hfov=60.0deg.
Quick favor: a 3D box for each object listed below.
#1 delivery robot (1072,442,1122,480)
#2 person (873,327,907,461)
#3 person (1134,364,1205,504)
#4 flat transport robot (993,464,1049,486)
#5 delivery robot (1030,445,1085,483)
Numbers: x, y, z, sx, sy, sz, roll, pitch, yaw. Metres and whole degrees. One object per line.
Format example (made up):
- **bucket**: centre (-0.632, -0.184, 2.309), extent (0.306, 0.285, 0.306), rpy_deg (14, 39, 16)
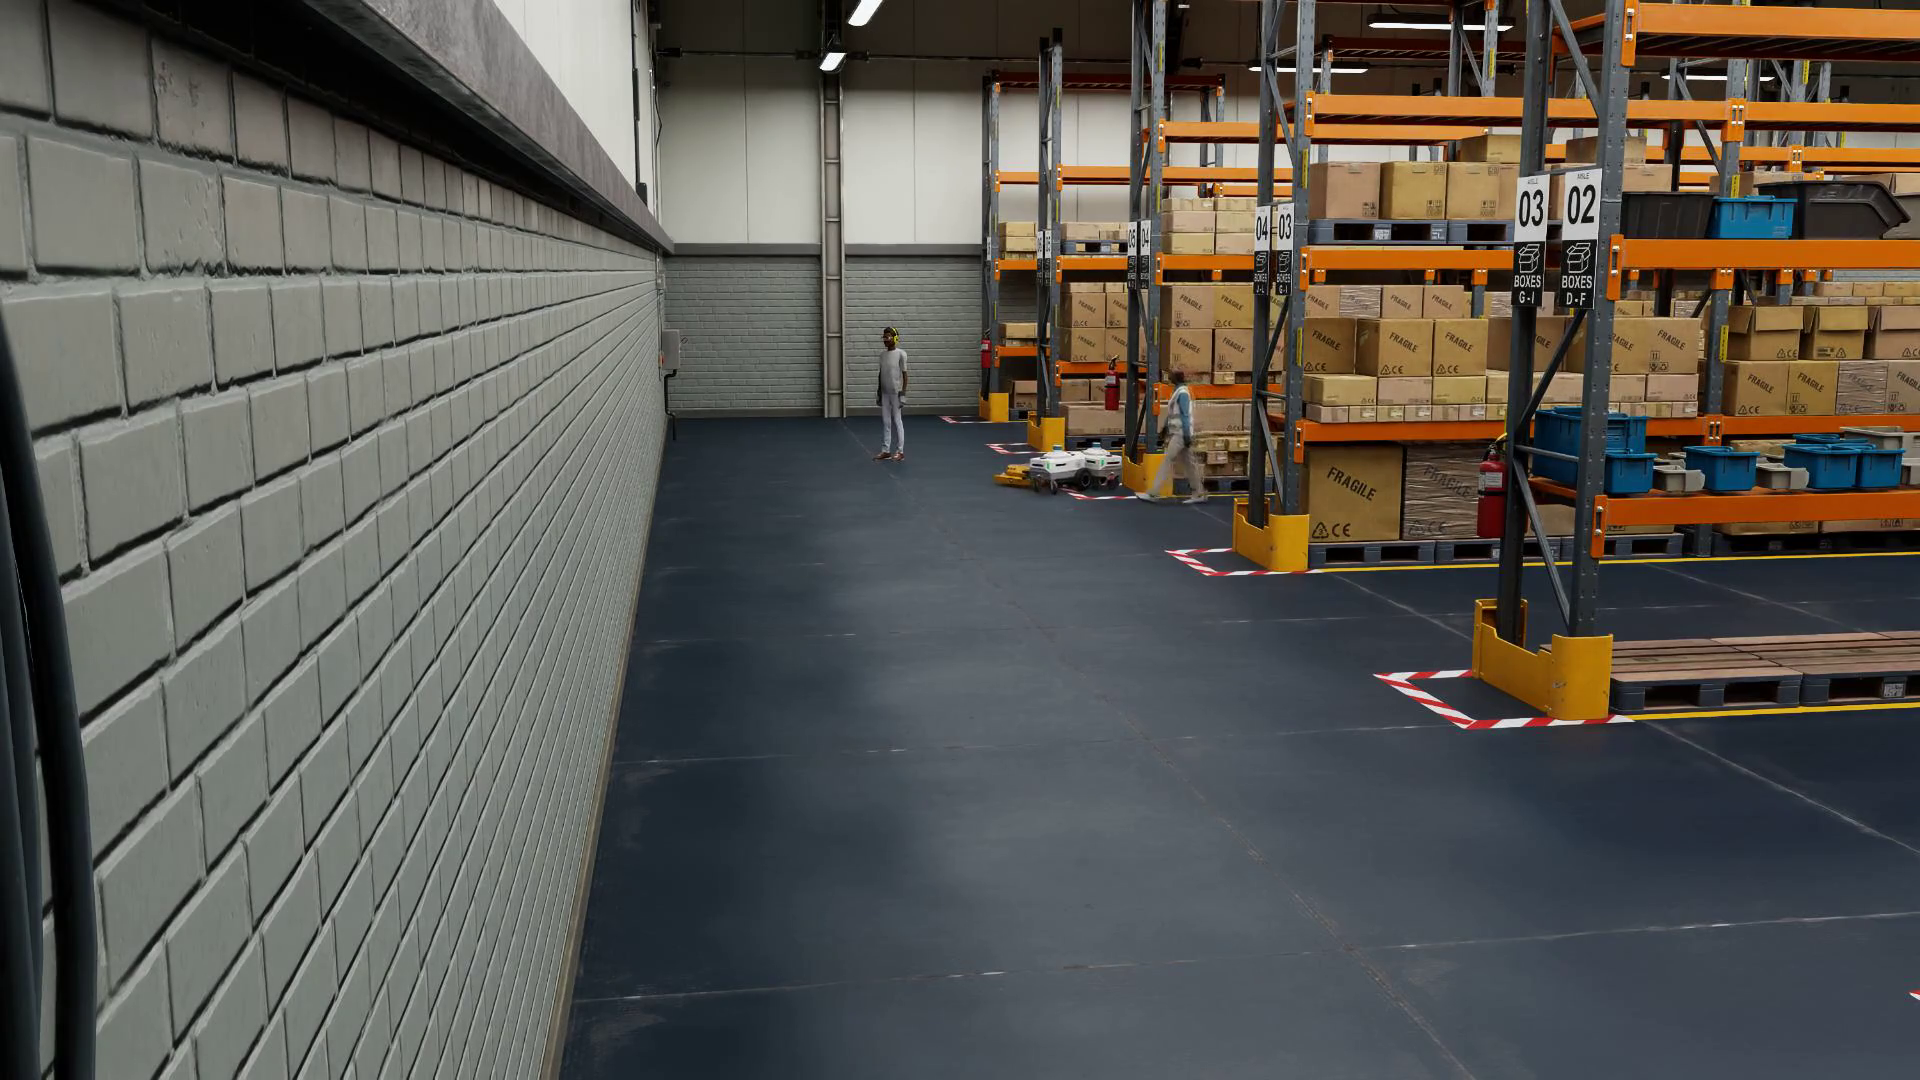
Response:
- **delivery robot**: centre (1.661, -0.945, 20.257), extent (0.477, 0.478, 0.707), rpy_deg (-6, 11, -31)
- **person**: centre (-0.970, -2.034, 23.220), extent (0.507, 1.872, 0.329), rpy_deg (7, 11, 35)
- **person**: centre (2.402, -1.189, 18.824), extent (0.843, 1.594, 0.524), rpy_deg (1, 9, 5)
- **flat transport robot**: centre (1.146, -0.856, 20.873), extent (1.431, 0.197, 0.652), rpy_deg (-9, 13, -43)
- **delivery robot**: centre (1.168, -0.896, 19.957), extent (0.707, 0.478, 0.477), rpy_deg (-9, 13, -43)
